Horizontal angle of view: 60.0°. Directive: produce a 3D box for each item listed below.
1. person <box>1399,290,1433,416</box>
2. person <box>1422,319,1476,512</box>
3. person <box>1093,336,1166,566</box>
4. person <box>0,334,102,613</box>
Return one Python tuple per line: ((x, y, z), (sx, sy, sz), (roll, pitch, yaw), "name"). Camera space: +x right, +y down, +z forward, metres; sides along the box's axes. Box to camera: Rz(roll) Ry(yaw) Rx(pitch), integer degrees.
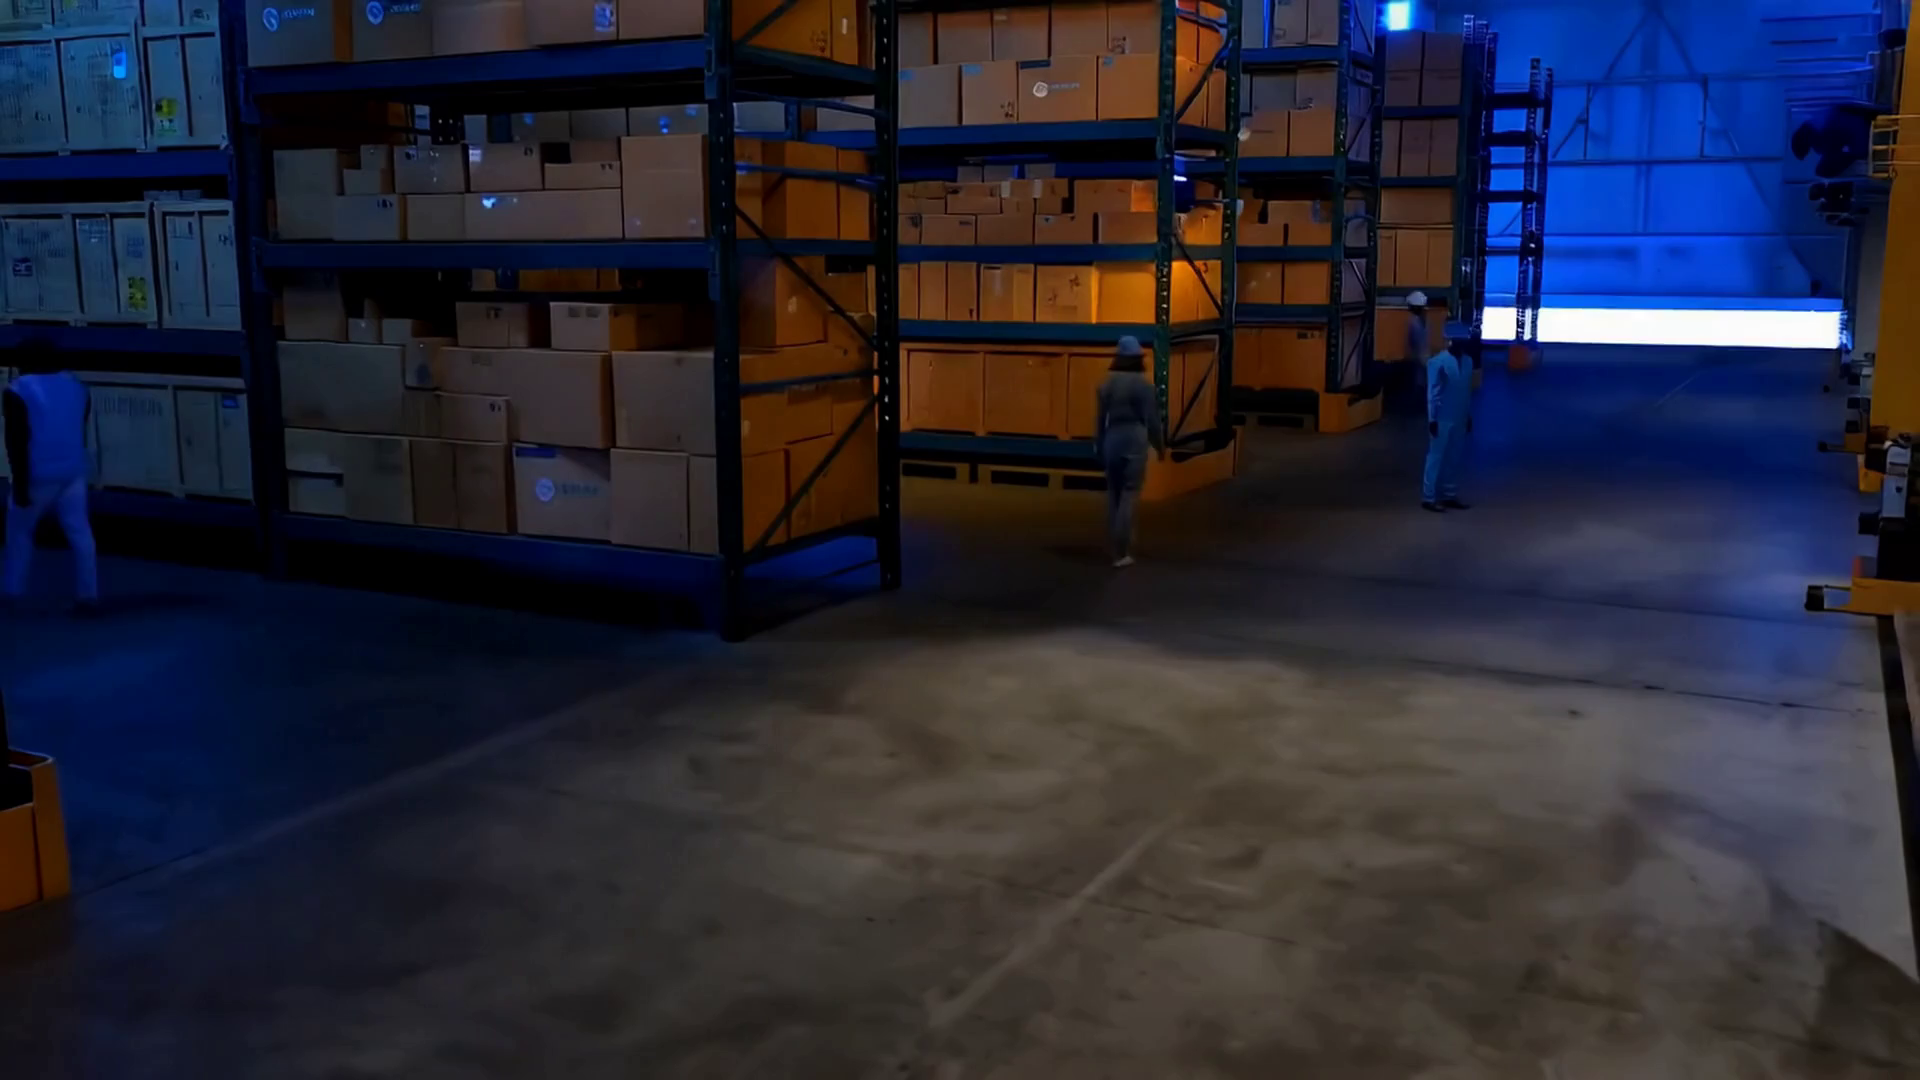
((6.540, -2.644, 23.687), (0.582, 1.797, 0.641), (-5, 11, -25), "person")
((4.453, -1.122, 15.034), (0.567, 1.742, 0.351), (-6, 12, -32), "person")
((1.296, -0.684, 12.625), (0.505, 1.705, 0.869), (5, 11, 25), "person")
((-5.985, -0.416, 10.752), (0.876, 1.806, 0.644), (4, 10, 21), "person")
